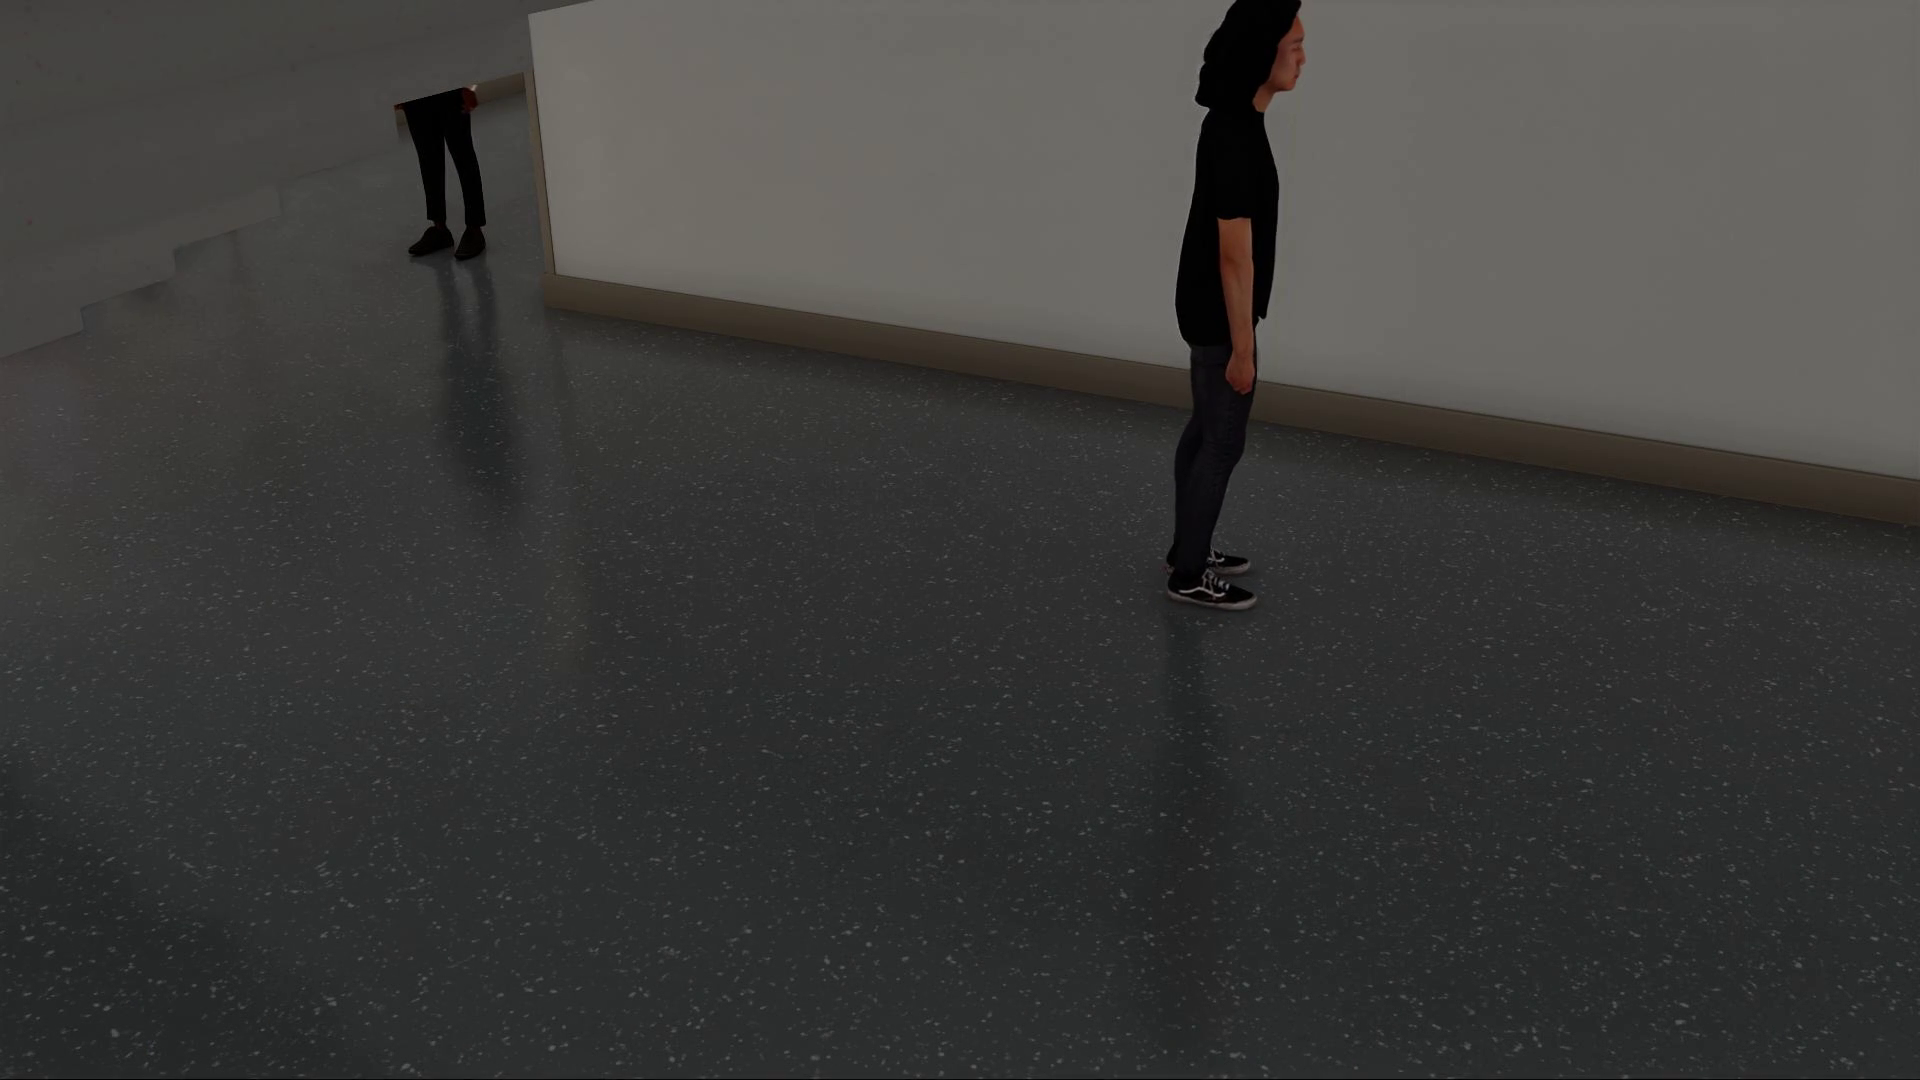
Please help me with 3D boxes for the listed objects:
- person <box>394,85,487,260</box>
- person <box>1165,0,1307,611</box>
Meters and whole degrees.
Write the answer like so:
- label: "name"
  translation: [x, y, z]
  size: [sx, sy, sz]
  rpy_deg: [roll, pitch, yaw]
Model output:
- label: "person"
  translation: [-2.641, -2.349, 8.371]
  size: [0.533, 1.809, 0.726]
  rpy_deg: [7, 27, 14]
- label: "person"
  translation: [0.762, -0.676, 4.869]
  size: [0.661, 1.825, 0.696]
  rpy_deg: [1, 26, 2]
